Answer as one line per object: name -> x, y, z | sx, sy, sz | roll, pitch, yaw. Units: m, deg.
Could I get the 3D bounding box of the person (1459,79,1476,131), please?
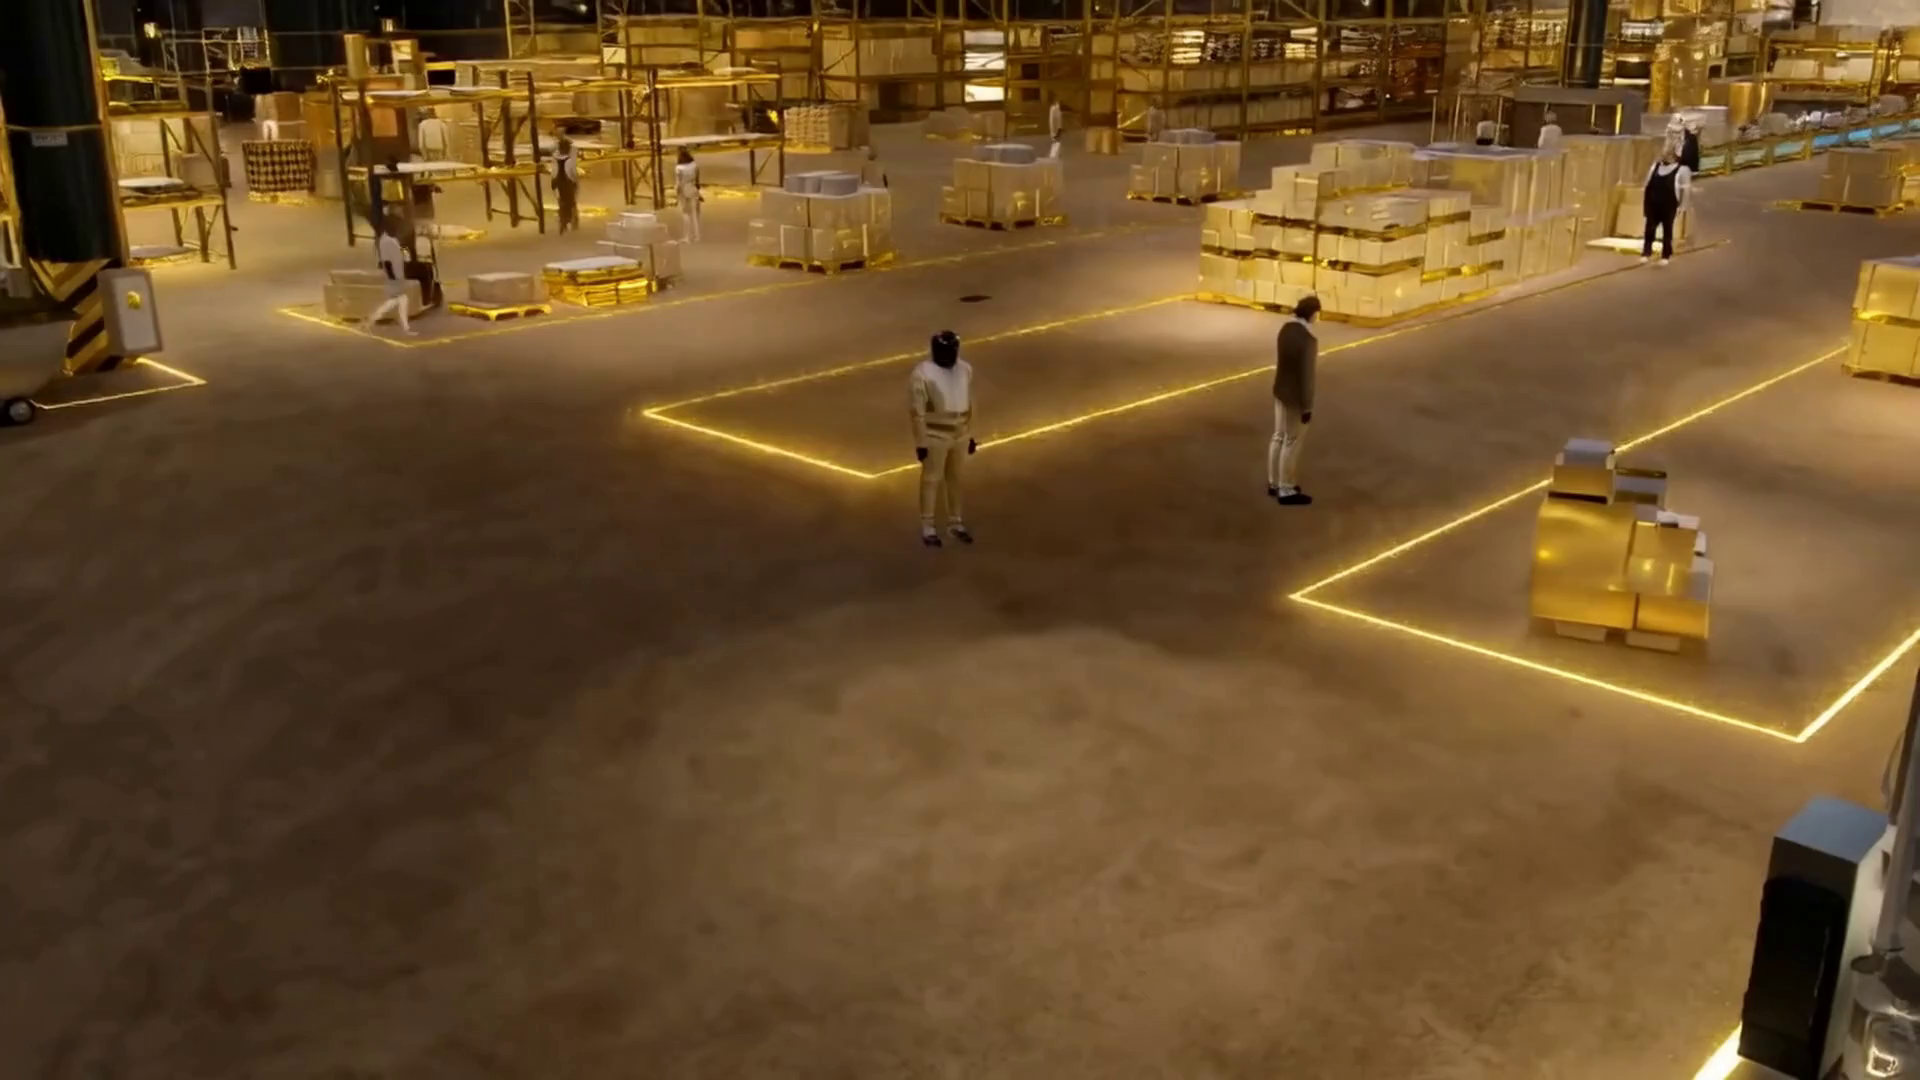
person -> 16.817, -14.433, 55.149 | 0.540, 1.679, 0.625 | 5, 19, 15

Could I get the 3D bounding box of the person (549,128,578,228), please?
person -> -7.783, -7.106, 32.696 | 0.585, 1.918, 0.379 | -14, 23, -35

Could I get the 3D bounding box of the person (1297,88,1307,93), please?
person -> 12.127, -16.005, 59.544 | 0.666, 1.890, 0.657 | -11, 21, -30

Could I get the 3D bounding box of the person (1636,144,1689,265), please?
person -> 11.933, -5.707, 28.287 | 0.536, 2.000, 0.688 | -17, 25, -41

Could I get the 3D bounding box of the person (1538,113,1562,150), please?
person -> 13.593, -8.902, 38.290 | 0.598, 1.801, 0.678 | -8, 20, -22

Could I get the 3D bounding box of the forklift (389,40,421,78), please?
forklift -> -19.254, -15.989, 57.955 | 1.873, 2.768, 1.129 | 17, 25, 41

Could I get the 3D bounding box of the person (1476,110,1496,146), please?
person -> 13.019, -9.808, 41.256 | 0.545, 1.652, 0.883 | -3, 19, -10

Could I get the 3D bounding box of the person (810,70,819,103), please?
person -> -5.548, -16.730, 62.165 | 0.807, 1.598, 0.545 | -16, 24, -40

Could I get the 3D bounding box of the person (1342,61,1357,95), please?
person -> 16.726, -19.996, 71.583 | 0.649, 1.894, 1.025 | 17, 25, 41

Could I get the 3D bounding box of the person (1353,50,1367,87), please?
person -> 18.474, -21.776, 77.072 | 0.784, 1.797, 0.603 | -16, 24, -39

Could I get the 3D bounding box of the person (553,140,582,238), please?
person -> -7.467, -6.611, 31.404 | 0.511, 1.809, 0.905 | 7, 20, 20

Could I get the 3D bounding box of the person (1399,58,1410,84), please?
person -> 20.902, -22.073, 78.248 | 0.547, 1.618, 0.365 | 13, 22, 35

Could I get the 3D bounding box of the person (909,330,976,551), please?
person -> -0.118, -0.845, 13.949 | 0.625, 1.846, 0.429 | -14, 23, -36

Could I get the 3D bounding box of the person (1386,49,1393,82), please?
person -> 19.324, -21.029, 74.652 | 0.726, 1.907, 0.568 | -14, 23, -37

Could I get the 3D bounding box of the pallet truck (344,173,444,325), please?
pallet truck -> -8.209, -4.181, 23.757 | 0.823, 1.965, 1.885 | 3, 19, 9

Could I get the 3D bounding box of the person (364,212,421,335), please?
person -> -7.705, -3.569, 22.398 | 0.628, 1.681, 0.544 | 0, 18, -1

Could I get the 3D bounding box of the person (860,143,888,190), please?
person -> -1.585, -6.248, 30.213 | 0.508, 1.853, 0.500 | -9, 20, -25

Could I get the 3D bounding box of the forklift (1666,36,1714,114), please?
forklift -> 27.341, -17.291, 61.877 | 1.129, 2.768, 1.873 | 17, 25, 41

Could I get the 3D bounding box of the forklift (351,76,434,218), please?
forklift -> -11.680, -7.993, 33.862 | 1.129, 2.768, 1.873 | -14, 23, -37

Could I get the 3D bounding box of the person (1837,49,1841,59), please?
person -> 41.219, -22.275, 78.301 | 0.400, 1.987, 0.608 | 14, 23, 35

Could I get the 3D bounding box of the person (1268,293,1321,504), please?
person -> 3.053, -1.280, 15.138 | 0.384, 1.932, 0.622 | -4, 19, -12

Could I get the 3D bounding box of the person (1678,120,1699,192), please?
person -> 14.763, -7.515, 33.821 | 0.393, 1.986, 0.610 | 6, 19, 18

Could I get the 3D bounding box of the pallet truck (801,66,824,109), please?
pallet truck -> -4.812, -15.182, 56.903 | 0.823, 1.965, 1.885 | -9, 21, -26

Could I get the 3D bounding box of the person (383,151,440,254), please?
person -> -9.715, -5.912, 29.226 | 1.064, 1.849, 0.598 | -14, 23, -36

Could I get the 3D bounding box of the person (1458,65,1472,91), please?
person -> 20.270, -18.238, 66.715 | 0.504, 1.610, 0.670 | 17, 25, 42

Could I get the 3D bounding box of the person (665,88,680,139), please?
person -> -8.825, -13.153, 50.998 | 0.526, 1.865, 0.315 | 6, 19, 19

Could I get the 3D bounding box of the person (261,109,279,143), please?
person -> -16.198, -9.162, 39.000 | 0.887, 1.855, 0.586 | -17, 25, -42

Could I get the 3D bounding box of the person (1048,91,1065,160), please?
person -> 2.556, -10.831, 43.874 | 0.470, 1.950, 0.628 | -4, 19, -13

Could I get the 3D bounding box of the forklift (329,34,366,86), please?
forklift -> -23.552, -18.268, 64.821 | 1.129, 2.768, 1.873 | 17, 25, 41

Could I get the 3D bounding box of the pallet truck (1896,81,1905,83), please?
pallet truck -> 34.802, -16.331, 61.455 | 0.653, 1.274, 1.630 | 17, 25, 41

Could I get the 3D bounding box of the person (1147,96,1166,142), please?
person -> 5.086, -10.437, 42.759 | 0.575, 1.890, 0.955 | -5, 19, -16

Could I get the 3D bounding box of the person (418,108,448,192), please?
person -> -12.202, -9.047, 38.588 | 0.630, 1.897, 1.014 | -10, 21, -28

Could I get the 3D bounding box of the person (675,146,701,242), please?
person -> -5.070, -6.423, 30.911 | 0.493, 1.743, 0.297 | -16, 24, -39

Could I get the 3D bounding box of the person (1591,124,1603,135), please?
person -> 13.606, -8.103, 35.976 | 0.764, 1.743, 0.530 | -5, 19, -14
